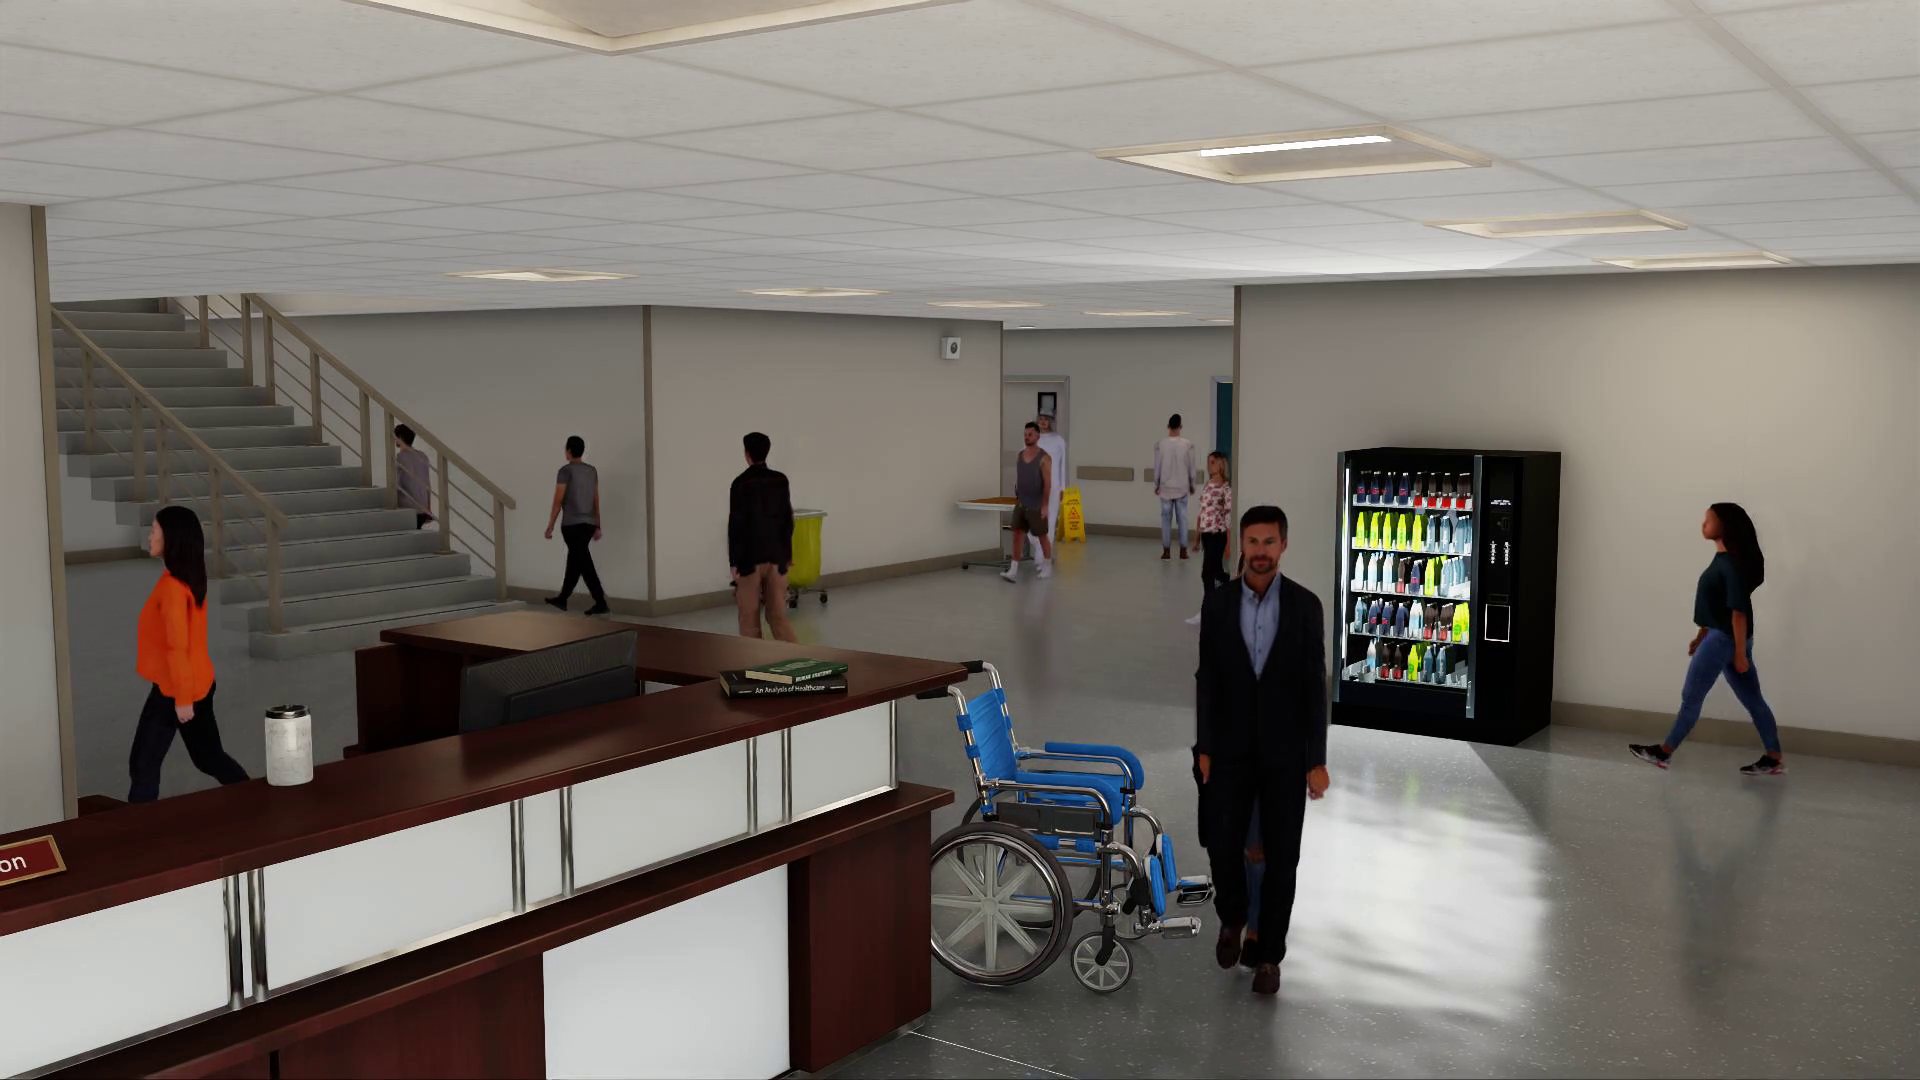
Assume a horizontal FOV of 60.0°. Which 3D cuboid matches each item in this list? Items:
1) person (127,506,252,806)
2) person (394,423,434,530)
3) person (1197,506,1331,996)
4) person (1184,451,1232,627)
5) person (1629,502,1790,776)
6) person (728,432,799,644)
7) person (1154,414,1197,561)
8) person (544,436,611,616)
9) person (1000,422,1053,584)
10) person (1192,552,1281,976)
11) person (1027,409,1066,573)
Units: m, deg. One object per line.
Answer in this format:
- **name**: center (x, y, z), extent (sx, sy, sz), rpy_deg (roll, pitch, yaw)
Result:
- **person**: center (-3.519, 0.724, 7.724), extent (1.105, 1.707, 1.086), rpy_deg (-1, 6, -14)
- **person**: center (-5.534, -0.268, 16.985), extent (0.696, 1.828, 0.746), rpy_deg (3, 6, 24)
- **person**: center (1.153, 0.788, 6.366), extent (0.758, 1.852, 0.841), rpy_deg (1, 6, 12)
- **person**: center (2.438, -0.003, 15.470), extent (0.995, 1.605, 1.086), rpy_deg (-3, 6, -24)
- **person**: center (4.496, 0.606, 9.549), extent (1.117, 1.577, 0.729), rpy_deg (3, 6, 25)
- **person**: center (-1.414, 0.175, 12.156), extent (0.916, 1.913, 1.086), rpy_deg (-4, 7, -34)
- **person**: center (2.700, -0.672, 20.945), extent (0.680, 1.839, 0.821), rpy_deg (1, 6, 5)
- **person**: center (-3.596, -0.102, 15.921), extent (1.166, 1.710, 0.715), rpy_deg (3, 7, 29)
- **person**: center (0.863, -0.390, 18.761), extent (1.100, 1.789, 0.723), rpy_deg (4, 7, 34)
- **person**: center (1.164, 0.848, 6.721), extent (1.016, 1.662, 0.891), rpy_deg (1, 6, 14)
- **person**: center (1.028, -0.591, 19.803), extent (1.033, 1.907, 0.917), rpy_deg (2, 6, 18)
